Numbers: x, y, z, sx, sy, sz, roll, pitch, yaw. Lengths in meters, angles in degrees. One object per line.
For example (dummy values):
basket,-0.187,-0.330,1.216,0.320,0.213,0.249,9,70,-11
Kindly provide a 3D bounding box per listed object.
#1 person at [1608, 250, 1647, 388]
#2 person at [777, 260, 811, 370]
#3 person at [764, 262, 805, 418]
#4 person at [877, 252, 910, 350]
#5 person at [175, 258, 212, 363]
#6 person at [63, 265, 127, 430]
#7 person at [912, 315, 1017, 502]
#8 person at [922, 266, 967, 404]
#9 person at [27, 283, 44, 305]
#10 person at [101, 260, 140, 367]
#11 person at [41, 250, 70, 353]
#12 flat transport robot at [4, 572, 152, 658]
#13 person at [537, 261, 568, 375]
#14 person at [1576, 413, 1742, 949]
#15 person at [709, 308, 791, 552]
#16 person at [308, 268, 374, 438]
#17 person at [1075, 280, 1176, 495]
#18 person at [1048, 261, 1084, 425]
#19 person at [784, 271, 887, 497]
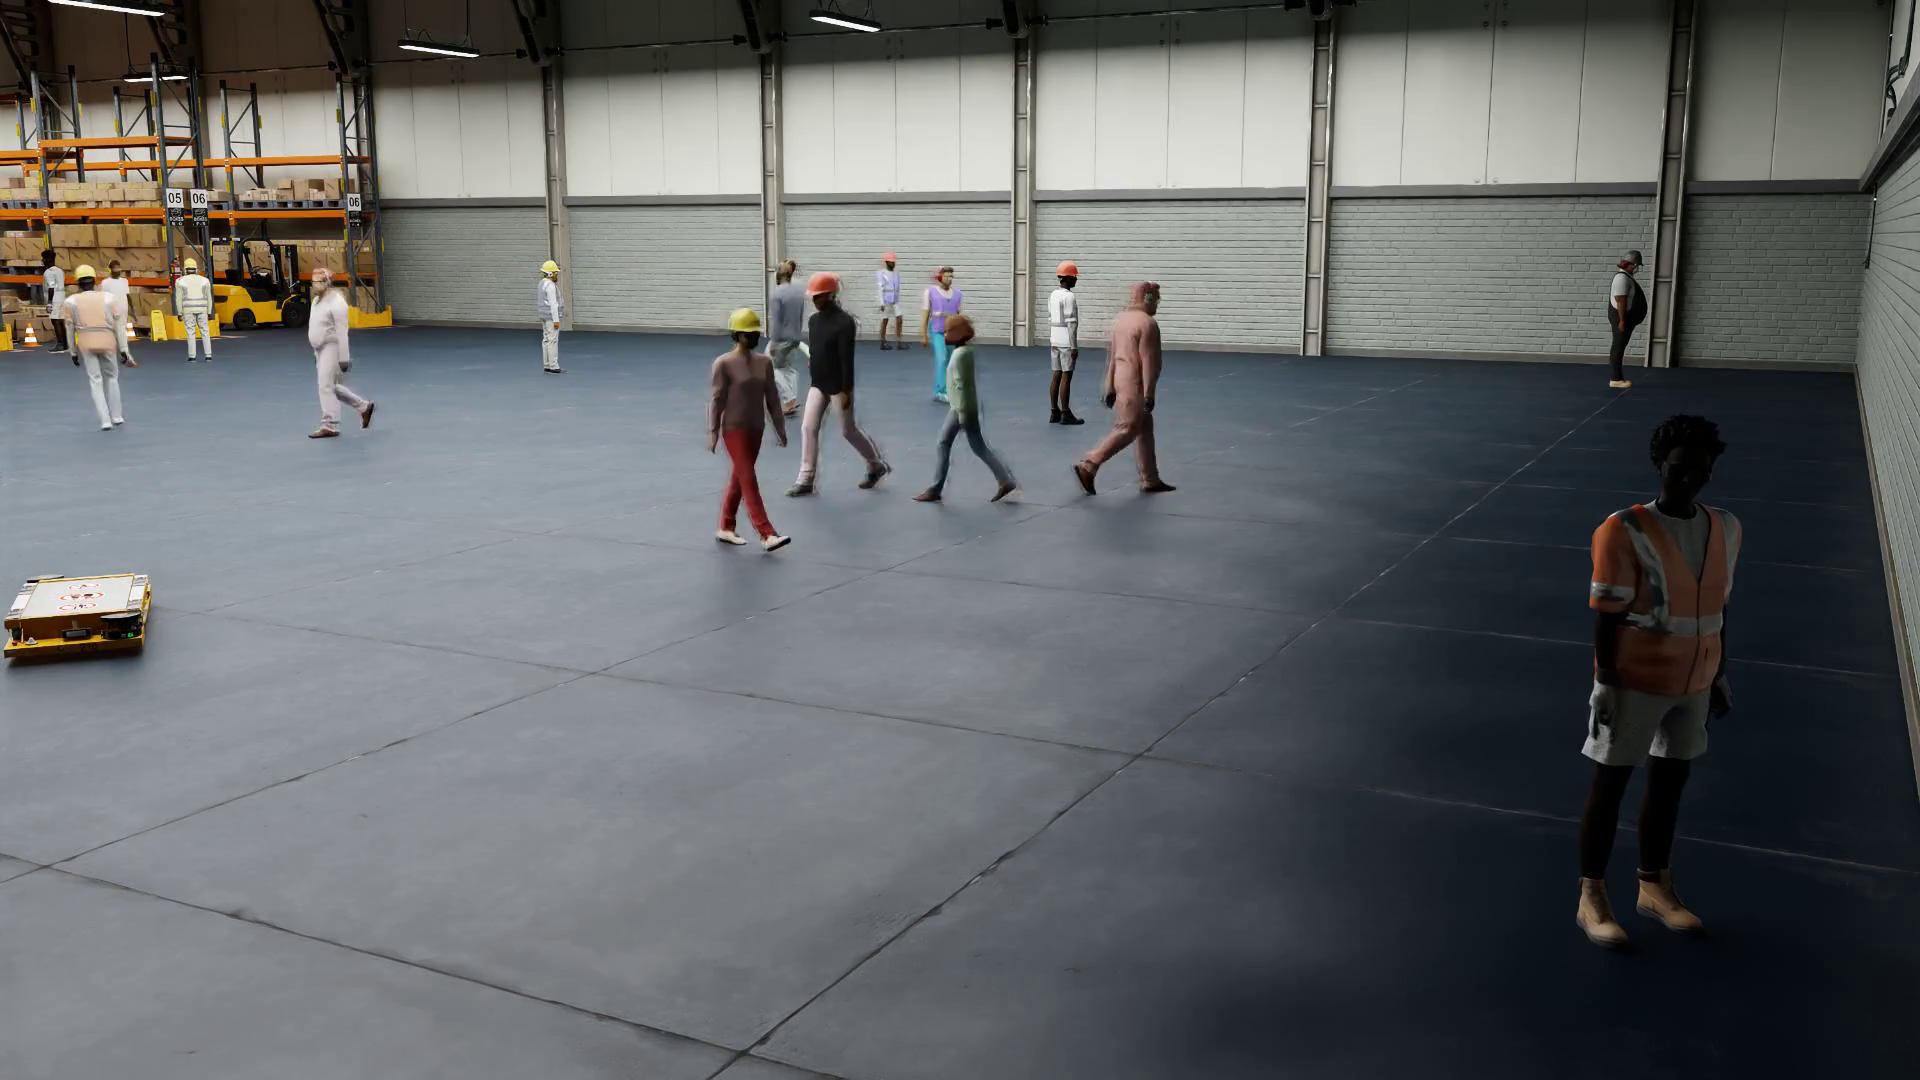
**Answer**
person,9.900,-3.288,24.675,0.536,2.000,0.681,5,11,25
person,-2.789,-3.766,27.839,0.864,1.841,0.527,3,11,15
person,-2.172,-2.449,20.426,0.446,1.916,0.649,6,12,29
person,-1.288,-4.642,32.401,0.580,1.908,0.831,-9,14,-40
person,-13.534,-4.049,29.387,0.591,1.834,0.404,-8,13,-36
person,-10.041,-2.235,19.342,0.611,1.884,0.850,-5,12,-27
person,0.060,-1.093,13.941,0.868,1.591,0.491,3,11,14
person,-0.158,-2.723,22.161,0.579,1.818,0.761,-7,12,-33
person,-24.755,-6.876,44.597,0.406,1.915,0.587,5,11,24
person,-14.417,-3.873,28.438,0.887,1.842,0.526,4,11,22
person,-17.317,-4.558,31.805,0.361,1.963,0.616,-1,10,-7
flat transport robot,-4.967,0.396,9.413,0.652,0.197,1.431,-5,11,-23
person,-6.598,-3.590,26.889,0.404,1.832,0.599,-6,12,-31
person,2.217,0.441,5.271,0.536,1.699,0.322,-3,11,-17
person,-1.471,-0.777,11.828,0.891,1.714,0.549,9,14,40
person,-6.980,-2.098,18.600,0.724,1.878,0.640,-8,13,-38
person,1.445,-1.315,14.434,0.894,1.863,0.661,-3,11,-15
person,1.261,-2.344,19.803,0.360,1.939,0.543,-5,11,-24
person,-1.063,-1.362,14.469,1.007,1.945,0.623,-10,14,-43
